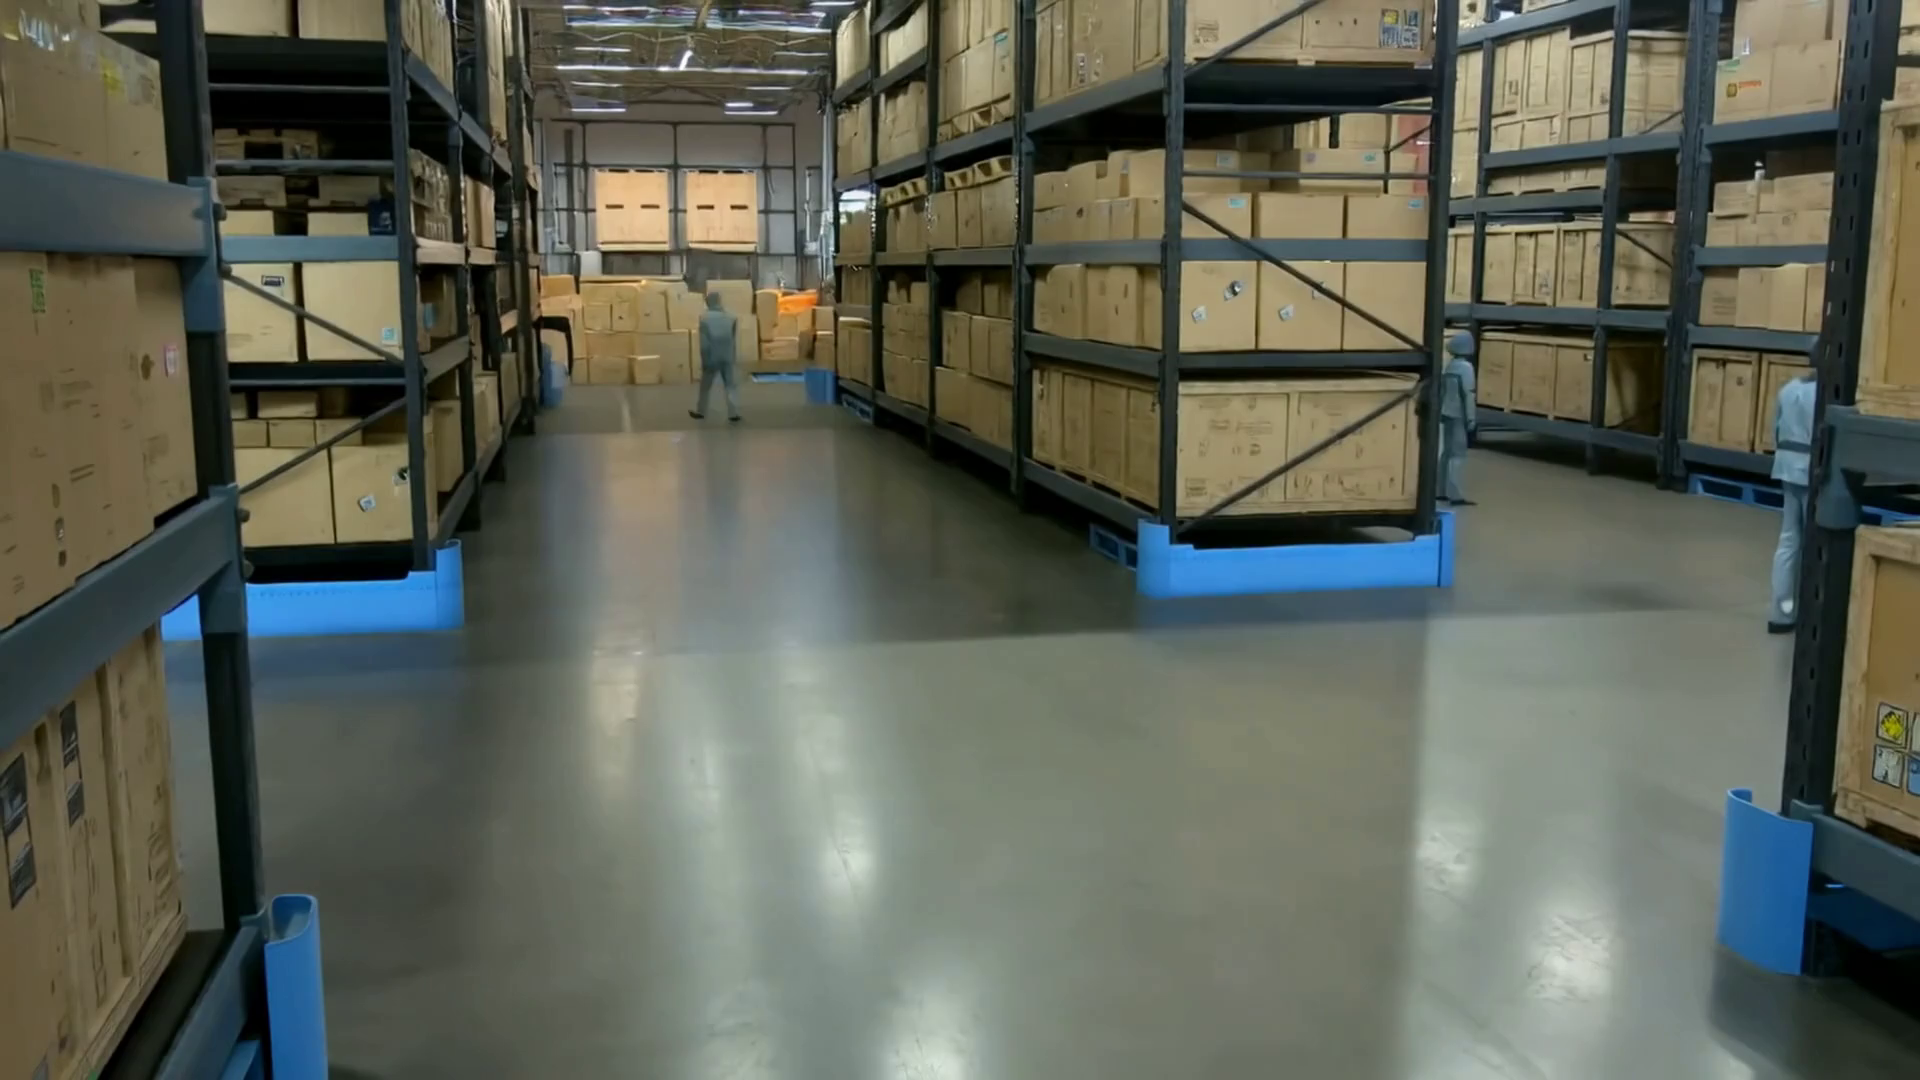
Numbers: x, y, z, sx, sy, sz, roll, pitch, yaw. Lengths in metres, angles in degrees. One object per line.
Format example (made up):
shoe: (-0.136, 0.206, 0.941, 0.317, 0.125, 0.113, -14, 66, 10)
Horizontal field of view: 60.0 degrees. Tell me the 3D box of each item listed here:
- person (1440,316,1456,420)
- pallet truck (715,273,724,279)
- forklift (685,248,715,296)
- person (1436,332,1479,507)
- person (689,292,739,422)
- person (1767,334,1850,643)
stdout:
person: (6.935, -2.488, 23.769, 0.308, 1.636, 0.524, -2, 10, -12)
pallet truck: (-8.580, -8.986, 62.280, 1.885, 1.965, 0.823, 1, 9, 5)
forklift: (-8.363, -8.028, 53.756, 1.129, 2.768, 1.873, -7, 12, -38)
person: (4.641, -1.119, 15.477, 0.318, 1.624, 0.523, -1, 9, -8)
person: (-3.547, -2.638, 24.023, 0.656, 1.859, 0.991, -8, 12, -39)
person: (5.051, -0.313, 9.872, 0.374, 1.843, 0.573, -2, 10, -12)
